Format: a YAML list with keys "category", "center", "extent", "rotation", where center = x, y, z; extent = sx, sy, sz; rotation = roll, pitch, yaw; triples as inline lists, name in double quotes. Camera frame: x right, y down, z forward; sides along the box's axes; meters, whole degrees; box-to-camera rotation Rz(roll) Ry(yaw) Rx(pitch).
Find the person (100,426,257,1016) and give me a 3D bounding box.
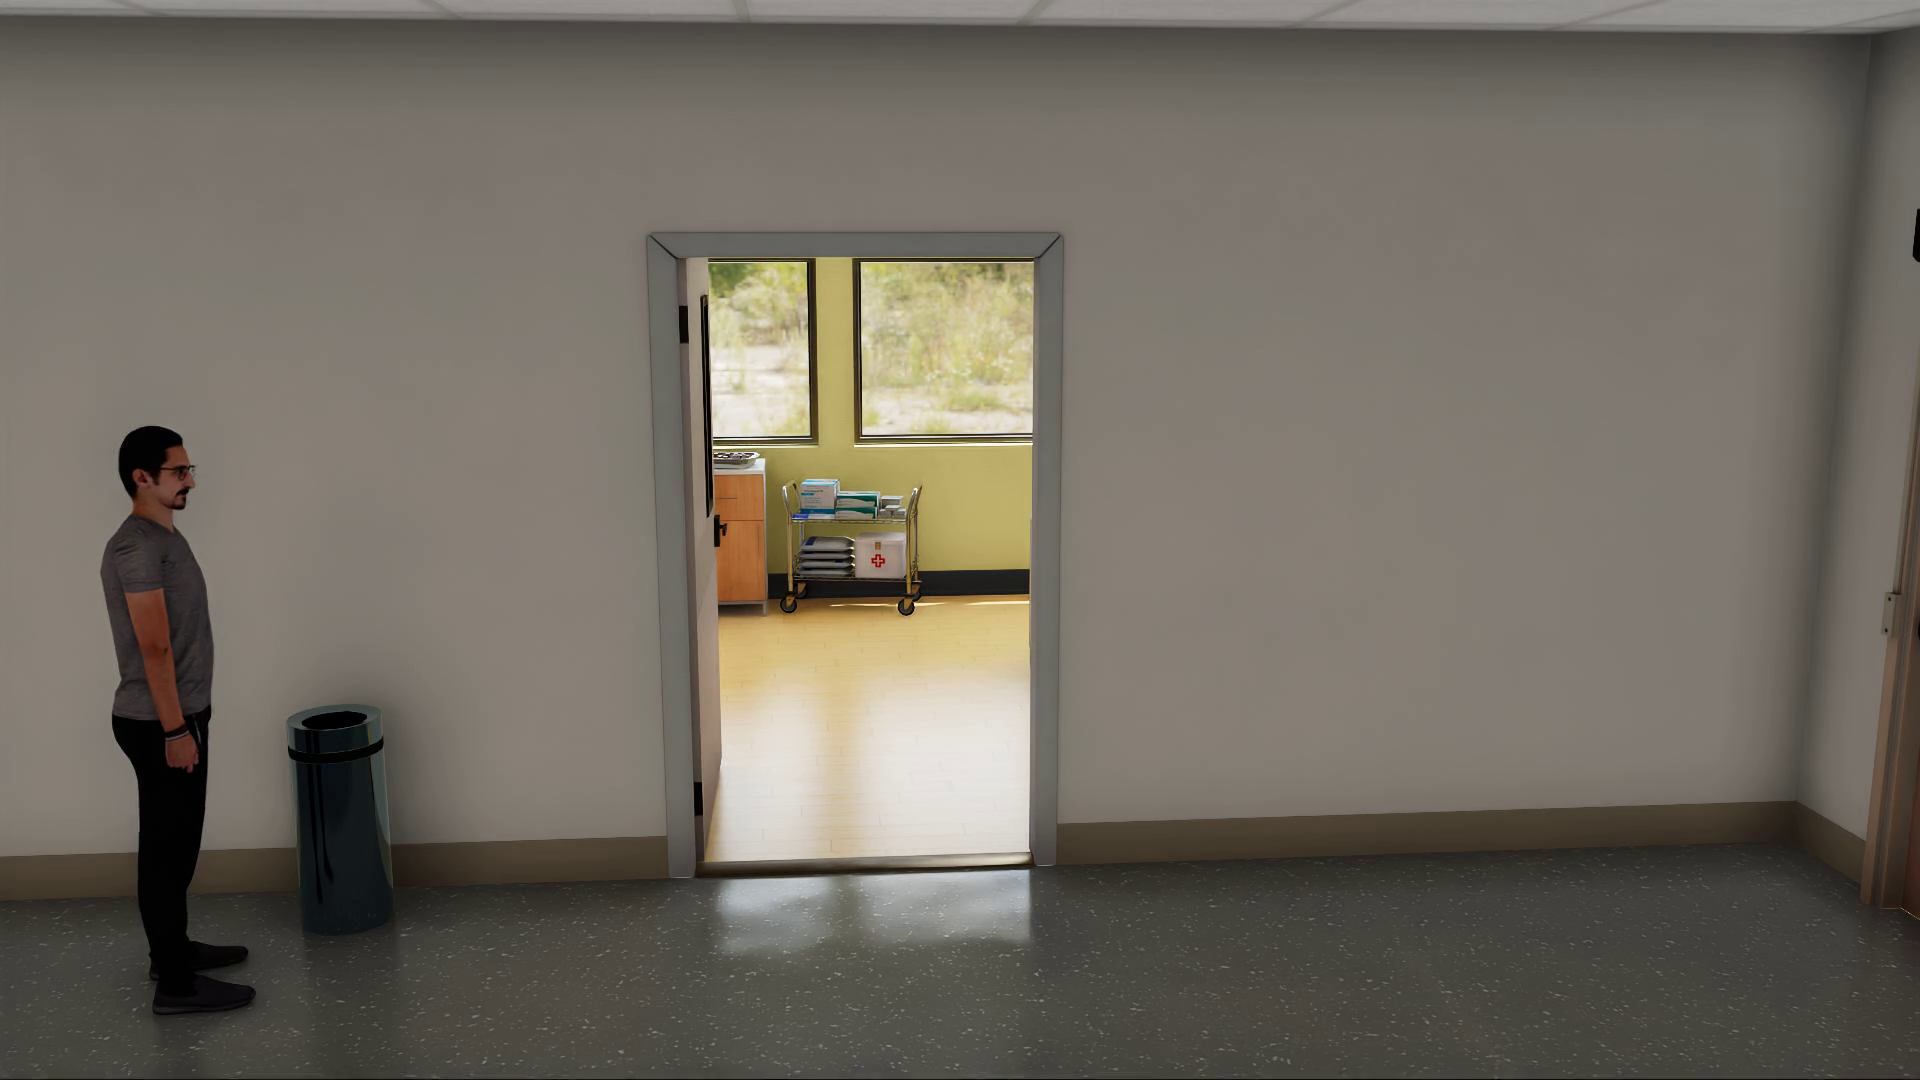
- category: "person"
  center: [-2.407, 0.526, 5.025]
  extent: [0.661, 1.753, 0.693]
  rotation: [-5, 12, -23]
